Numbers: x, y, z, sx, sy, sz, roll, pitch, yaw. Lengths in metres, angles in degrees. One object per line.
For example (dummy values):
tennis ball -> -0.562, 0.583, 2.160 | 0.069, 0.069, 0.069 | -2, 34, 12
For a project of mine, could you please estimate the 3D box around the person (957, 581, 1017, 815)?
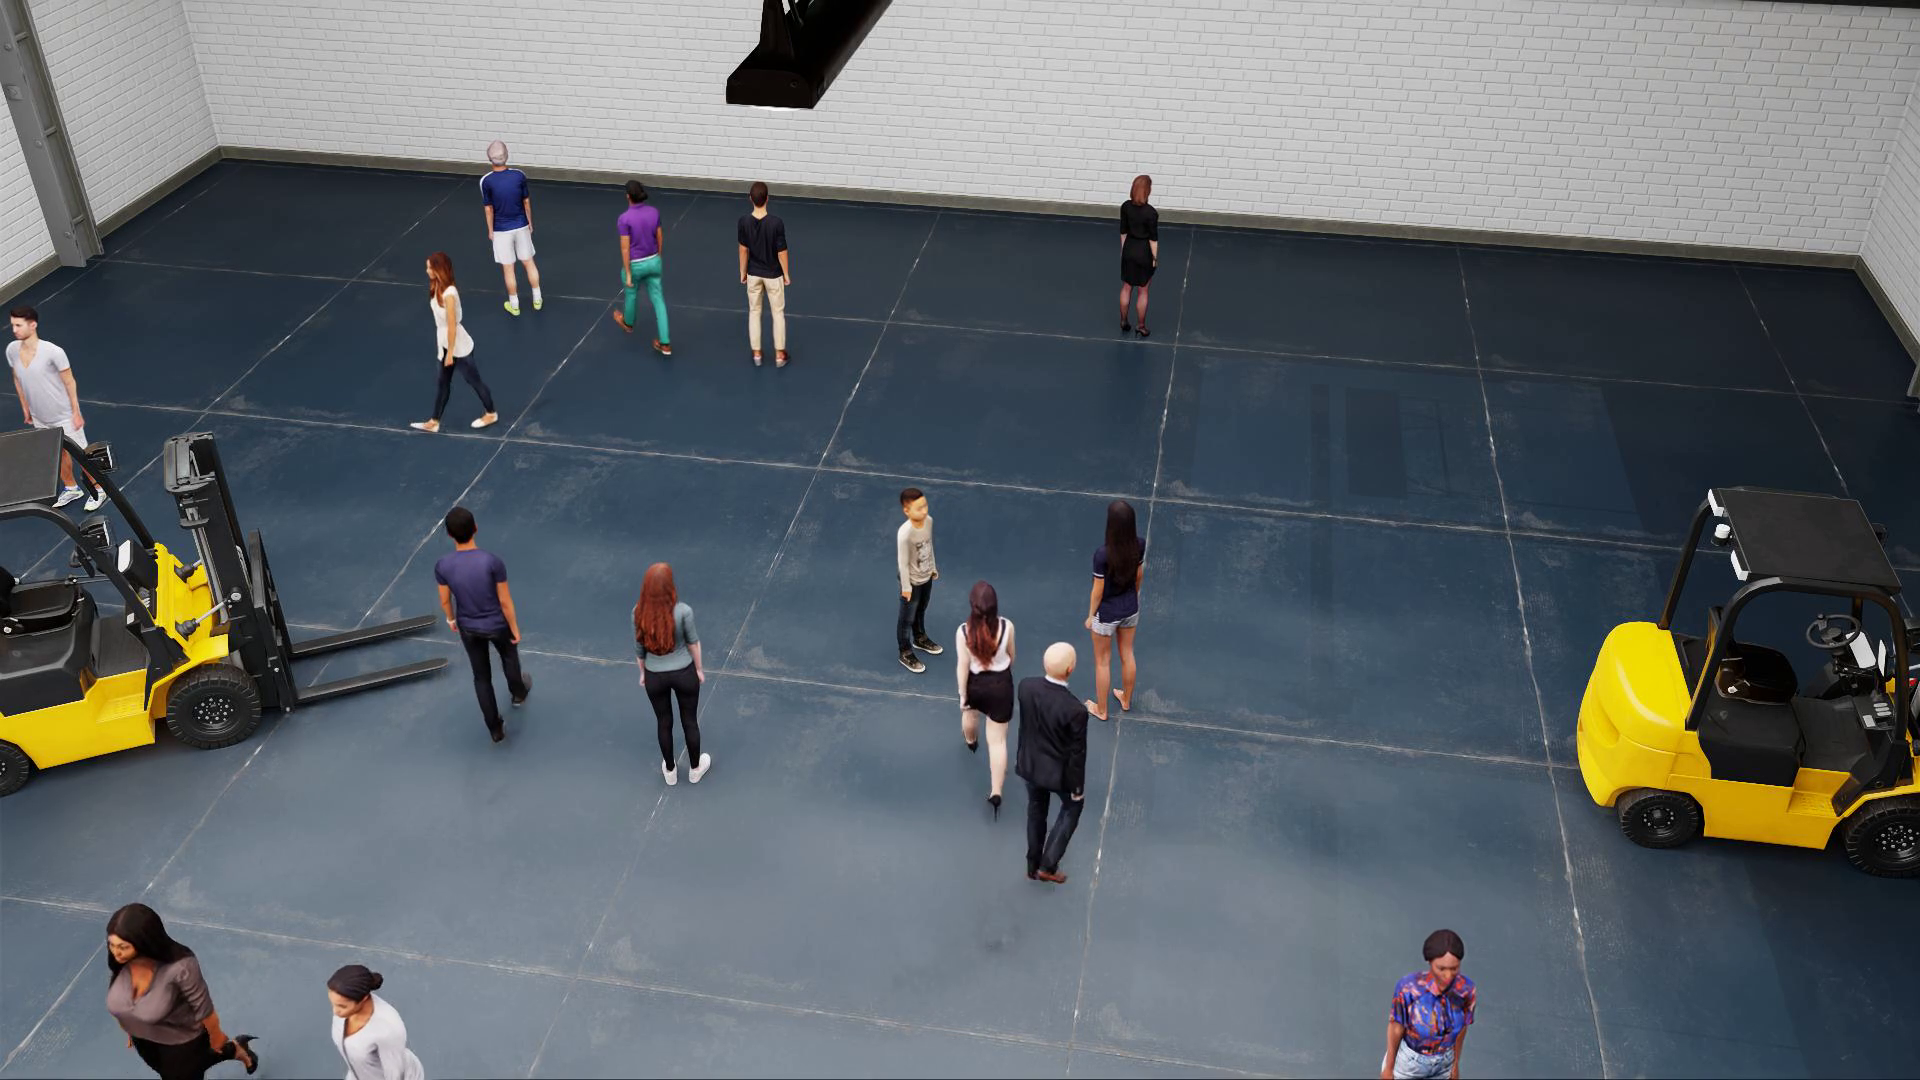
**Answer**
person -> 0.191, 1.051, 10.920 | 0.769, 1.603, 1.133 | -5, 34, -8

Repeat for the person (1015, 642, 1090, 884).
person -> 0.496, 1.432, 10.184 | 0.800, 1.783, 0.821 | 21, 39, 28

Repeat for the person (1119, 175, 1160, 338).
person -> 1.785, -2.846, 16.690 | 0.655, 1.707, 0.650 | 24, 40, 31

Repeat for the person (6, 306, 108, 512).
person -> -7.599, -1.109, 13.943 | 0.674, 1.855, 0.533 | 5, 34, 8

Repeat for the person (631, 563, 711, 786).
person -> -1.919, 0.898, 11.024 | 0.630, 1.743, 0.597 | -1, 34, -2

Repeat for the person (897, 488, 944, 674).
person -> -0.330, 0.263, 12.230 | 0.685, 1.466, 0.563 | 19, 38, 26

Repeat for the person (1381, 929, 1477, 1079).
person -> 2.325, 2.633, 8.414 | 0.642, 1.743, 0.610 | -4, 34, -6

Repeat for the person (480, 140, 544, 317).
person -> -4.631, -3.220, 17.134 | 0.712, 1.838, 0.756 | -18, 38, -25

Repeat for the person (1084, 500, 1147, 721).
person -> 1.081, 0.497, 11.607 | 0.665, 1.765, 0.702 | -17, 37, -23

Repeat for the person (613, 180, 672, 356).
person -> -3.070, -2.646, 16.373 | 1.150, 1.723, 1.190 | -23, 40, -30

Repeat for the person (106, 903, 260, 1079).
person -> -3.993, 2.489, 8.566 | 0.733, 1.813, 1.139 | 9, 35, 14

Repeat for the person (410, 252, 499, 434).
person -> -4.466, -1.774, 15.033 | 1.088, 1.755, 1.029 | -21, 39, -29

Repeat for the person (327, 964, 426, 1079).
person -> -2.831, 2.665, 8.392 | 0.804, 1.713, 0.864 | 22, 39, 29

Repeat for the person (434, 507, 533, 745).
person -> -3.279, 0.646, 11.386 | 0.825, 1.762, 0.982 | -4, 34, -6

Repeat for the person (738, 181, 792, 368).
person -> -1.894, -2.573, 16.147 | 0.642, 1.851, 0.553 | 4, 34, 6
